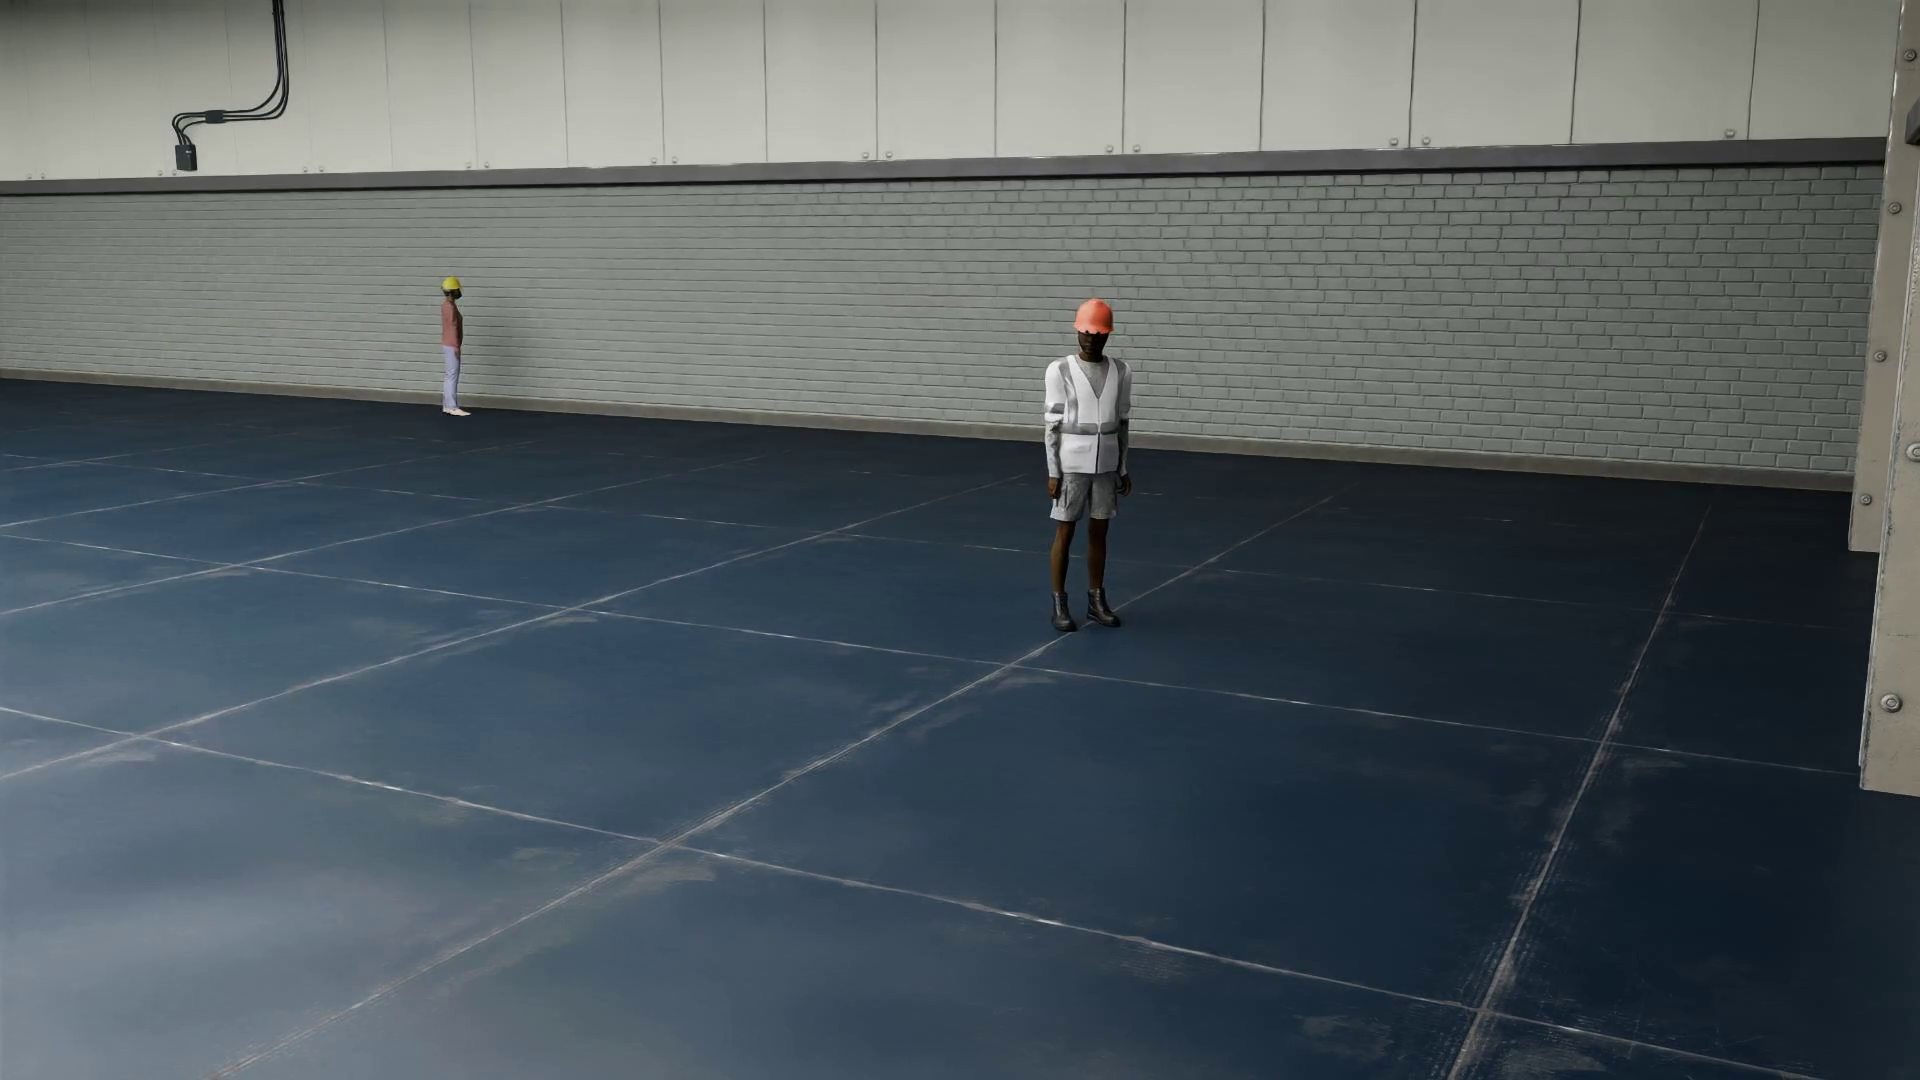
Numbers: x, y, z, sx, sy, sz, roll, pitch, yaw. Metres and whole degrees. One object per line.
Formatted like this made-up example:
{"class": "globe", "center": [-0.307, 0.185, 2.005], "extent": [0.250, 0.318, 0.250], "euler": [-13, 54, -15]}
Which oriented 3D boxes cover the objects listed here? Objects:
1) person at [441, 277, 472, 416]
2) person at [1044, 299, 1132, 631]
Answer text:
{"class": "person", "center": [-6.485, -2.455, 21.252], "extent": [0.403, 1.779, 0.544], "euler": [-4, 11, -22]}
{"class": "person", "center": [0.759, -0.435, 9.712], "extent": [0.545, 1.933, 0.376], "euler": [-4, 11, -20]}
